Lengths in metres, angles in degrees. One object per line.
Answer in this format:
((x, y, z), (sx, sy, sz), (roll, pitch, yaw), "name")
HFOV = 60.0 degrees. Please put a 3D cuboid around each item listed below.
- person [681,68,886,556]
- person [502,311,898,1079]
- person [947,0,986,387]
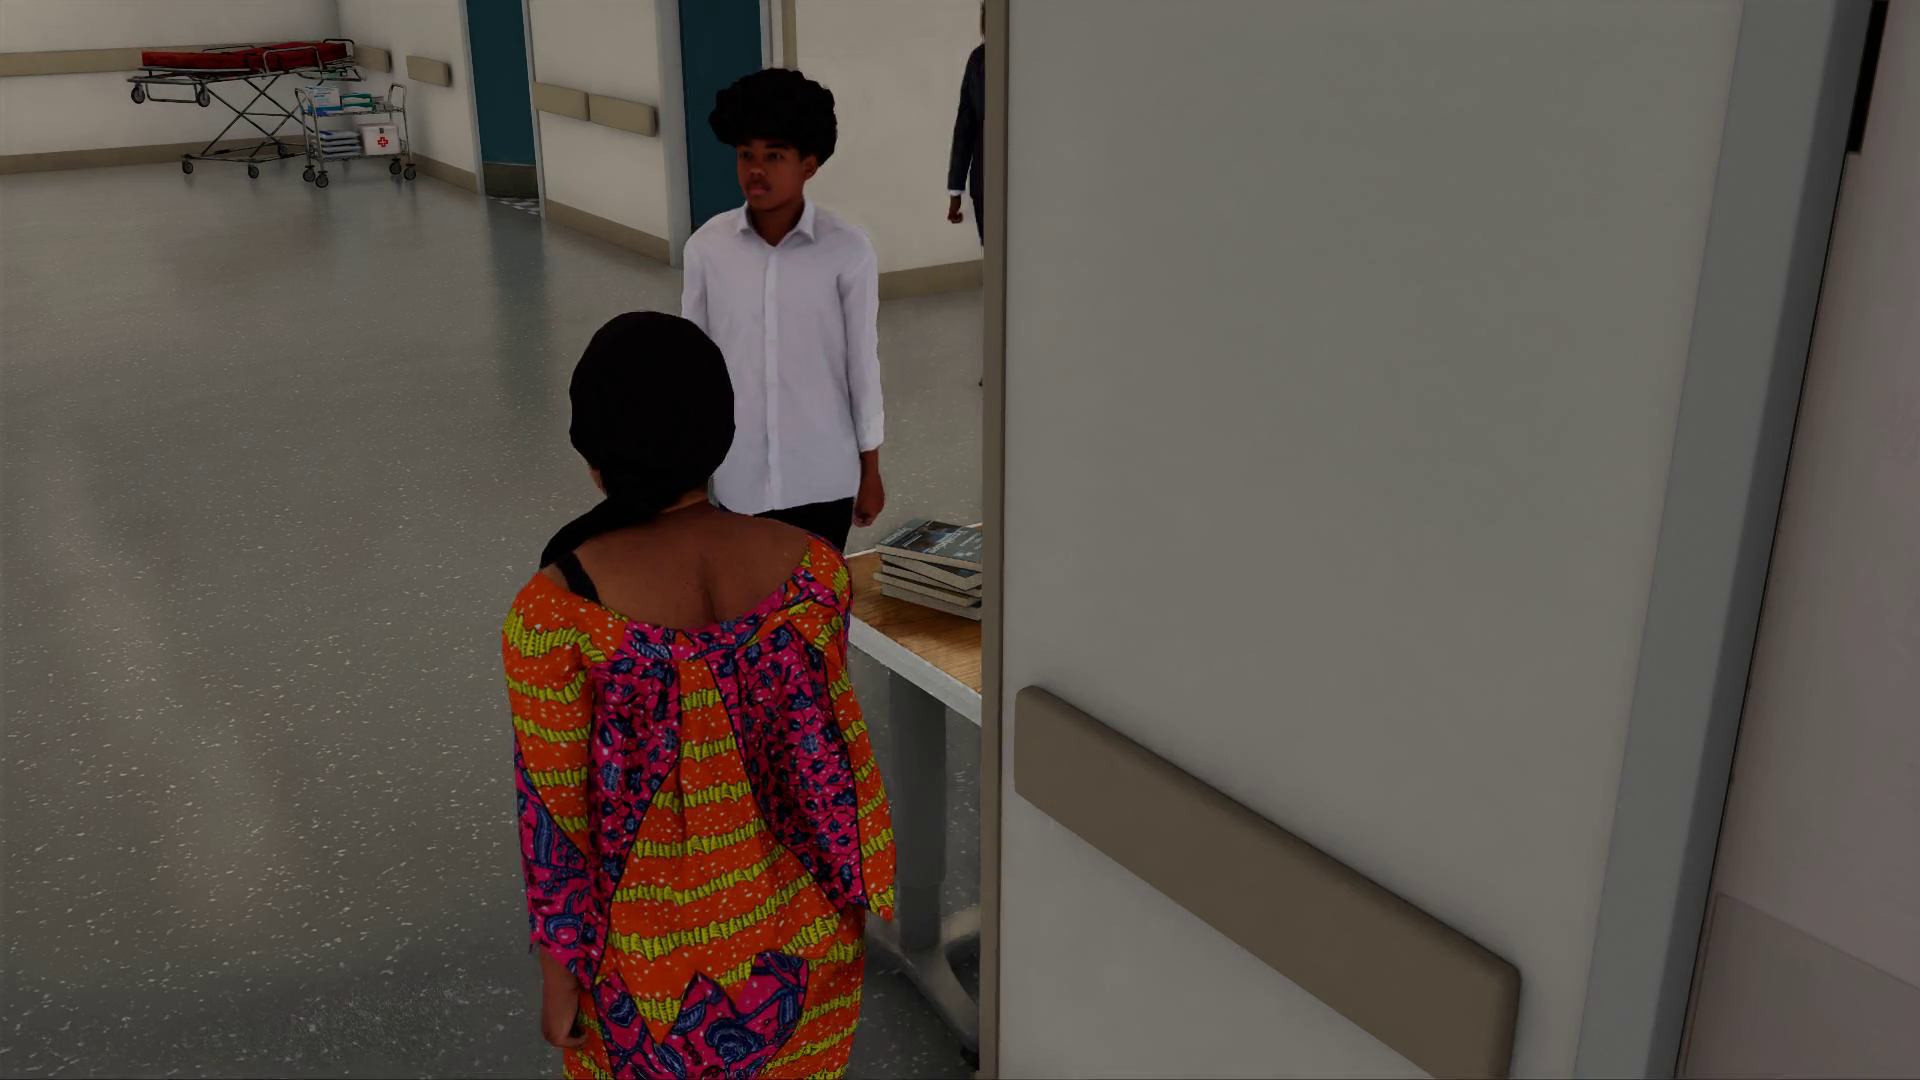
((-0.414, -0.210, 4.053), (1.134, 1.772, 1.190), (4, 21, 10), "person")
((-0.338, 0.525, 2.258), (0.646, 1.654, 0.850), (-12, 24, -29), "person")
((0.276, -1.599, 7.670), (0.776, 1.807, 0.896), (14, 25, 32), "person")
